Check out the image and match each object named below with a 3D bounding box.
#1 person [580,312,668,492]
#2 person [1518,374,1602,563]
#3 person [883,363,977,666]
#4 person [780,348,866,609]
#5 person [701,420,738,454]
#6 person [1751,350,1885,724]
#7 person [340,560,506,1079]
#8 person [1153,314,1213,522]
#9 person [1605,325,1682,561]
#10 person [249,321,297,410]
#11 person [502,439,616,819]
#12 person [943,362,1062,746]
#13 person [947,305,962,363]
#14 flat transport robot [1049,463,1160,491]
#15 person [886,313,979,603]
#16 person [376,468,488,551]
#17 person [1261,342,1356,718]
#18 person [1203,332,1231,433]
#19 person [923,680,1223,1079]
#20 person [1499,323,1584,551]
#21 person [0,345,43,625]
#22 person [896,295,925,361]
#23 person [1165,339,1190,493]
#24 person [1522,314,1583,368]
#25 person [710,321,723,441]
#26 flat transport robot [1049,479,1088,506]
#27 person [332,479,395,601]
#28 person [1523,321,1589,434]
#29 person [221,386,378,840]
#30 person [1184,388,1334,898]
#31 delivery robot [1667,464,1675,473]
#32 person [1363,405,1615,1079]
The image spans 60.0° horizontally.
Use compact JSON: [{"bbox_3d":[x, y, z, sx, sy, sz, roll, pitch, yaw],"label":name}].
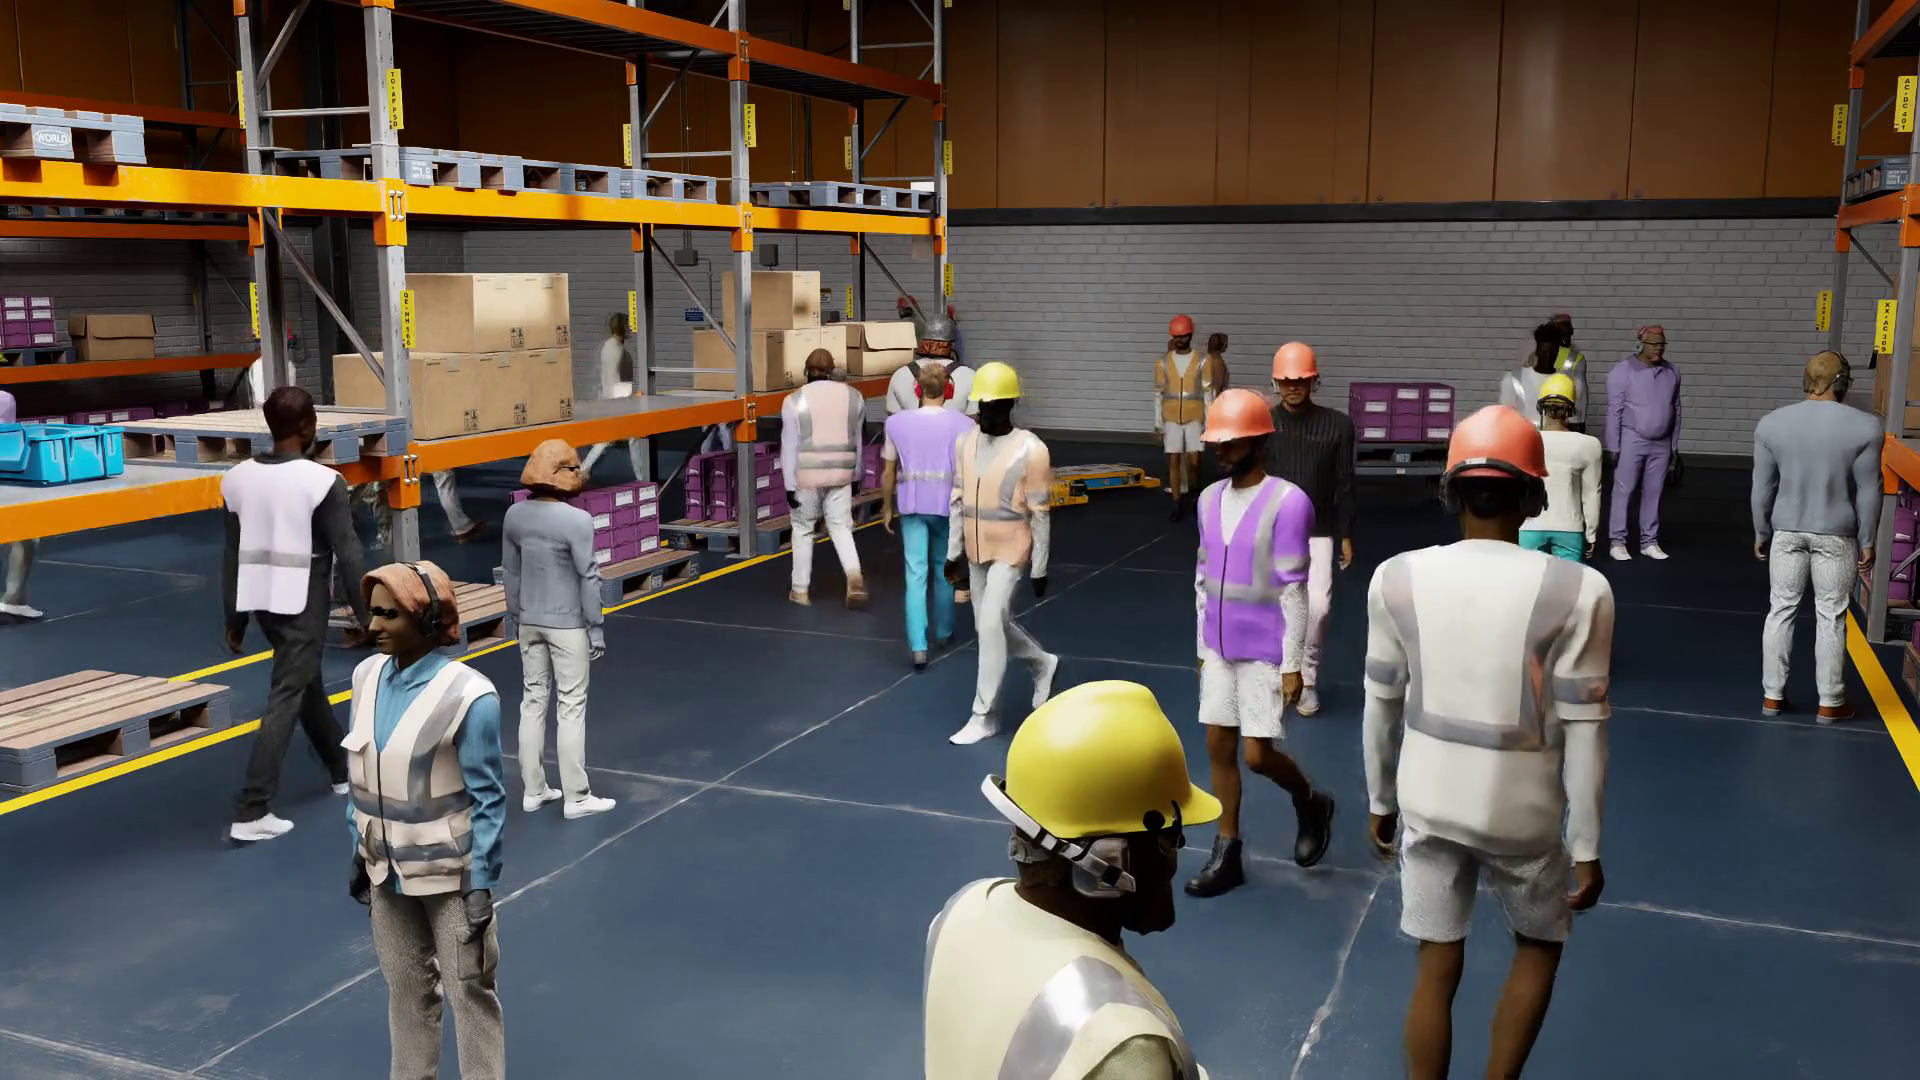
[{"bbox_3d":[-3.568,-1.403,17.181,0.944,1.905,0.631,-3,10,-18],"label":"person"},{"bbox_3d":[3.315,-0.047,9.361,0.534,1.767,0.314,2,10,14],"label":"person"},{"bbox_3d":[-0.185,-0.160,10.003,0.589,1.792,0.982,0,9,3],"label":"person"},{"bbox_3d":[-0.930,-0.411,11.452,0.631,1.811,0.761,-4,10,-25],"label":"person"},{"bbox_3d":[-2.391,-1.291,17.007,0.532,1.728,0.716,8,12,41],"label":"person"},{"bbox_3d":[4.443,-0.015,8.659,0.627,1.935,0.371,8,12,41],"label":"person"},{"bbox_3d":[-1.366,0.857,4.255,0.514,1.642,0.311,5,11,29],"label":"person"},{"bbox_3d":[2.054,-1.120,15.379,0.564,1.921,0.422,3,10,17],"label":"person"},{"bbox_3d":[5.505,-0.773,13.370,0.633,1.899,0.401,-2,10,-10],"label":"person"},{"bbox_3d":[-5.896,-0.929,14.234,0.549,1.924,0.632,6,11,31],"label":"person"},{"bbox_3d":[-1.739,0.379,7.175,0.507,1.631,0.275,5,11,29],"label":"person"},{"bbox_3d":[0.246,0.043,8.411,0.829,1.903,0.588,-8,13,-42],"label":"person"},{"bbox_3d":[-0.091,-2.059,21.201,0.920,1.901,0.583,5,10,26],"label":"person"},{"bbox_3d":[1.348,-0.649,17.527,1.431,0.197,0.652,-6,11,-31],"label":"flat transport robot"},{"bbox_3d":[-0.144,-0.581,11.761,0.689,2.000,0.537,2,10,12],"label":"person"},{"bbox_3d":[-4.487,-0.853,13.890,0.645,1.892,1.024,7,12,36],"label":"person"},{"bbox_3d":[1.724,-0.037,8.653,0.646,1.972,0.460,2,10,13],"label":"person"},{"bbox_3d":[2.877,-1.575,19.086,0.734,1.612,0.516,-2,10,-14],"label":"person"},{"bbox_3d":[0.159,1.088,2.282,0.403,1.830,0.600,-4,10,-21],"label":"person"},{"bbox_3d":[4.336,-0.660,12.508,0.635,1.948,0.527,2,10,13],"label":"person"},{"bbox_3d":[-6.325,-0.381,10.930,0.622,1.908,0.531,3,10,17],"label":"person"},{"bbox_3d":[-0.708,-2.285,22.273,0.620,1.978,0.429,-7,12,-37],"label":"person"},{"bbox_3d":[2.314,-1.294,17.351,0.305,1.627,0.570,3,10,15],"label":"person"},{"bbox_3d":[6.145,-1.389,17.168,0.657,1.866,0.856,-1,9,-8],"label":"person"},{"bbox_3d":[-3.263,-2.152,22.556,0.627,1.612,0.539,7,12,38],"label":"person"},{"bbox_3d":[0.613,-0.523,16.758,0.652,0.197,1.431,-6,11,-31],"label":"flat transport robot"},{"bbox_3d":[-4.264,-0.422,11.854,0.503,1.694,0.911,4,10,23],"label":"person"},{"bbox_3d":[5.723,-1.176,15.969,0.634,1.842,0.429,9,13,44],"label":"person"},{"bbox_3d":[-2.816,0.283,7.080,0.612,1.866,1.026,4,10,21],"label":"person"},{"bbox_3d":[1.121,0.385,6.274,0.587,1.923,0.574,-7,12,-36],"label":"person"},{"bbox_3d":[7.736,-0.988,18.434,0.477,0.478,0.707,3,10,19],"label":"delivery robot"},{"bbox_3d":[1.309,0.675,4.200,0.636,2.021,0.464,6,11,34],"label":"person"}]
